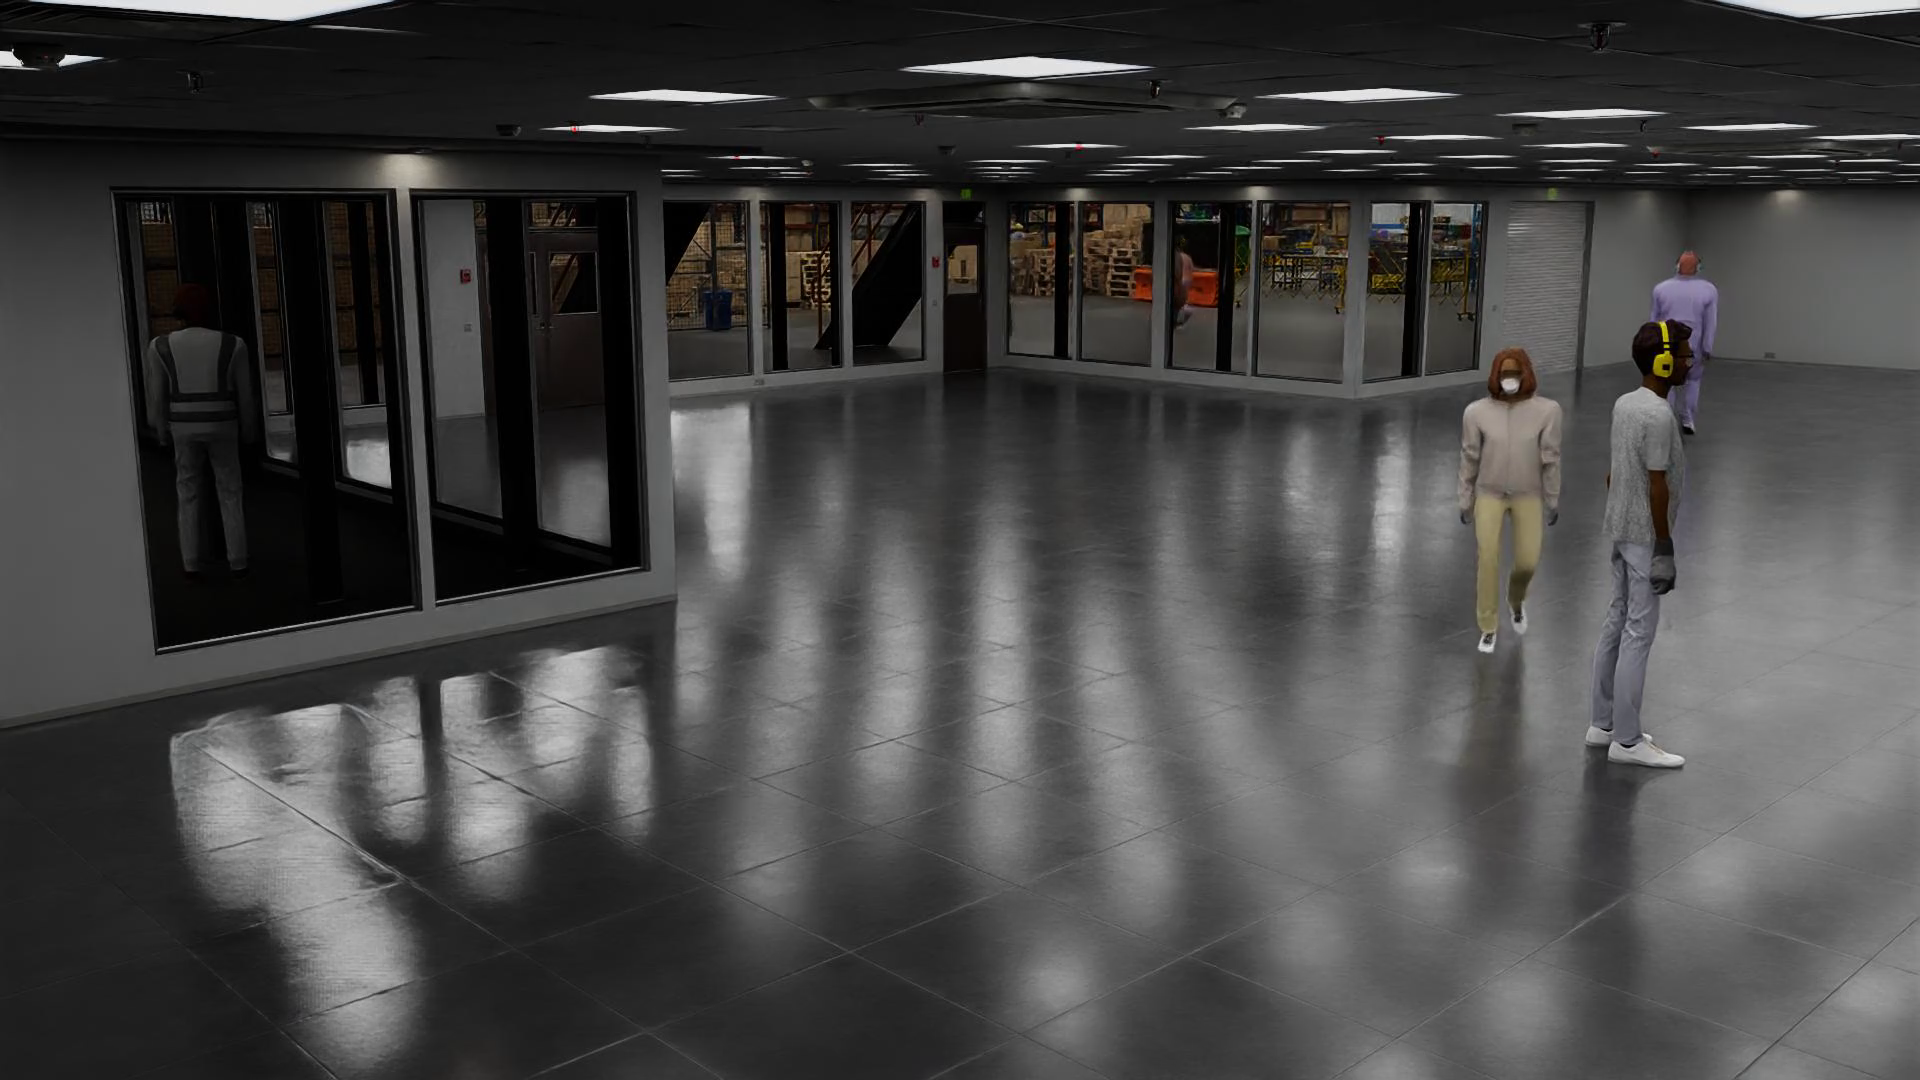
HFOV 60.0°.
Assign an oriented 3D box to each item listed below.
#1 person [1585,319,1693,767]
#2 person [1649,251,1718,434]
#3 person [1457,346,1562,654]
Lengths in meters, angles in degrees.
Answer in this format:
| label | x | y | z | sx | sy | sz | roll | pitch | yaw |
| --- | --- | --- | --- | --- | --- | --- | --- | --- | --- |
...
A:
| label | x | y | z | sx | sy | sz | roll | pitch | yaw |
| --- | --- | --- | --- | --- | --- | --- | --- | --- | --- |
| person | 2.886 | 0.011 | 7.008 | 0.328 | 1.873 | 0.521 | 0 | 11 | 1 |
| person | 7.386 | -2.000 | 17.050 | 0.648 | 1.886 | 0.592 | 5 | 12 | 25 |
| person | 2.876 | -0.211 | 8.745 | 0.518 | 1.617 | 0.402 | 3 | 12 | 17 |
